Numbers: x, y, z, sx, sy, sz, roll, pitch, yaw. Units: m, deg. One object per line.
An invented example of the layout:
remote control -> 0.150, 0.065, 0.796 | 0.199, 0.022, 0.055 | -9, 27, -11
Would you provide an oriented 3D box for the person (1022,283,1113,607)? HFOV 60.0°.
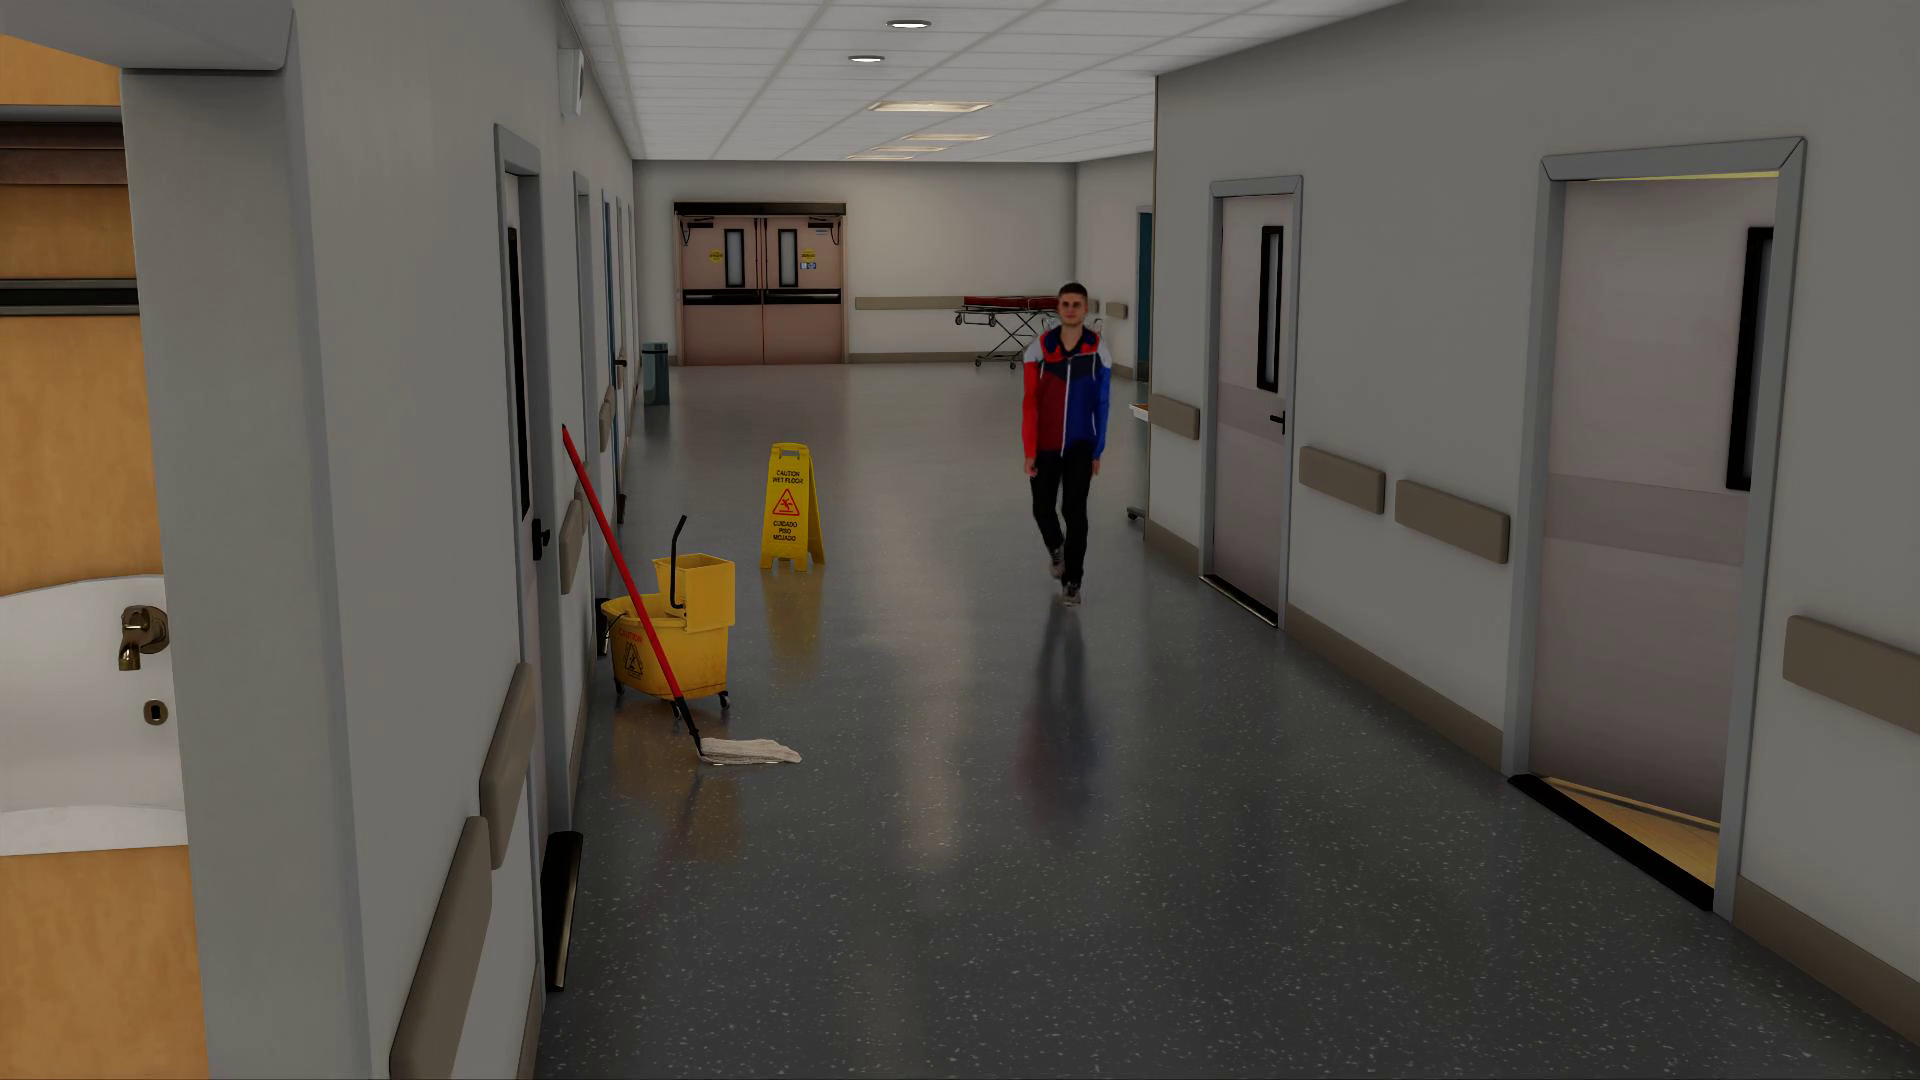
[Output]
person -> 0.577, -0.530, 9.232 | 0.857, 1.729, 1.186 | 1, 11, 7
